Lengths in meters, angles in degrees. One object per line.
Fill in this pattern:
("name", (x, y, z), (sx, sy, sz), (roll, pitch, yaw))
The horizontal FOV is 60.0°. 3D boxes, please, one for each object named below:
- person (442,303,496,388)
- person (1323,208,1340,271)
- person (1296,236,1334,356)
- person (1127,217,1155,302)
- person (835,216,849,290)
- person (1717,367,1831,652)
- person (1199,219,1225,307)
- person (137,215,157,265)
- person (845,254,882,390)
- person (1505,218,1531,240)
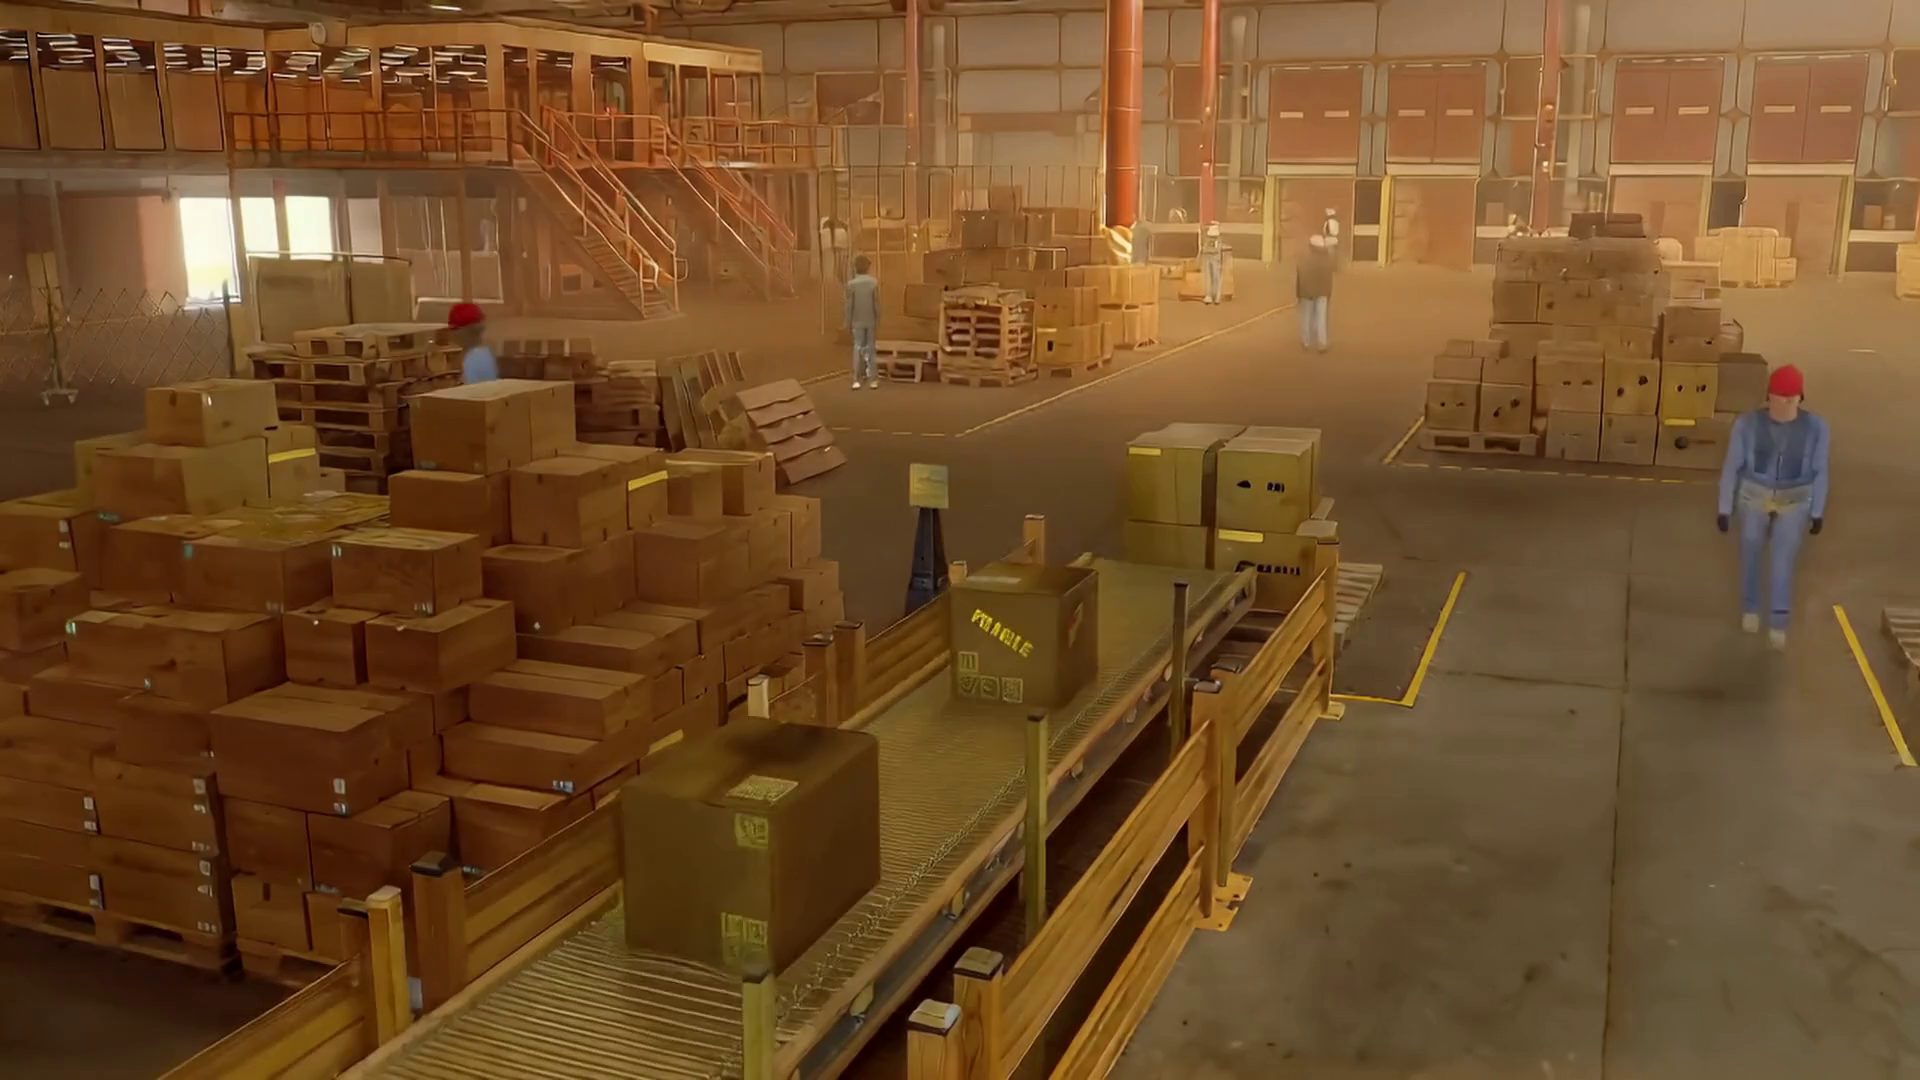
("person", (-3.804, -0.850, 13.024), (1.051, 1.994, 0.619), (-4, 13, -16))
("person", (10.558, -8.456, 47.301), (0.550, 1.920, 0.497), (-5, 14, -22))
("person", (5.825, -4.012, 27.310), (0.642, 1.939, 1.052), (-1, 13, -3))
("person", (4.163, -6.458, 38.280), (0.635, 1.939, 0.362), (4, 13, 16))
("person", (-2.933, -7.263, 42.113), (0.429, 1.845, 0.620), (-3, 13, -12))
("person", (5.170, -0.209, 10.603), (0.626, 1.778, 0.933), (6, 14, 26))
("person", (5.606, -6.154, 36.945), (0.368, 1.926, 0.594), (-11, 17, -41))
("person", (-22.068, -7.948, 45.039), (0.662, 1.891, 0.642), (-6, 14, -25))
("person", (-1.335, -3.008, 22.982), (0.507, 1.865, 0.329), (-2, 13, -9))
("person", (12.552, -6.282, 37.501), (0.608, 1.935, 0.414), (0, 13, 2))
